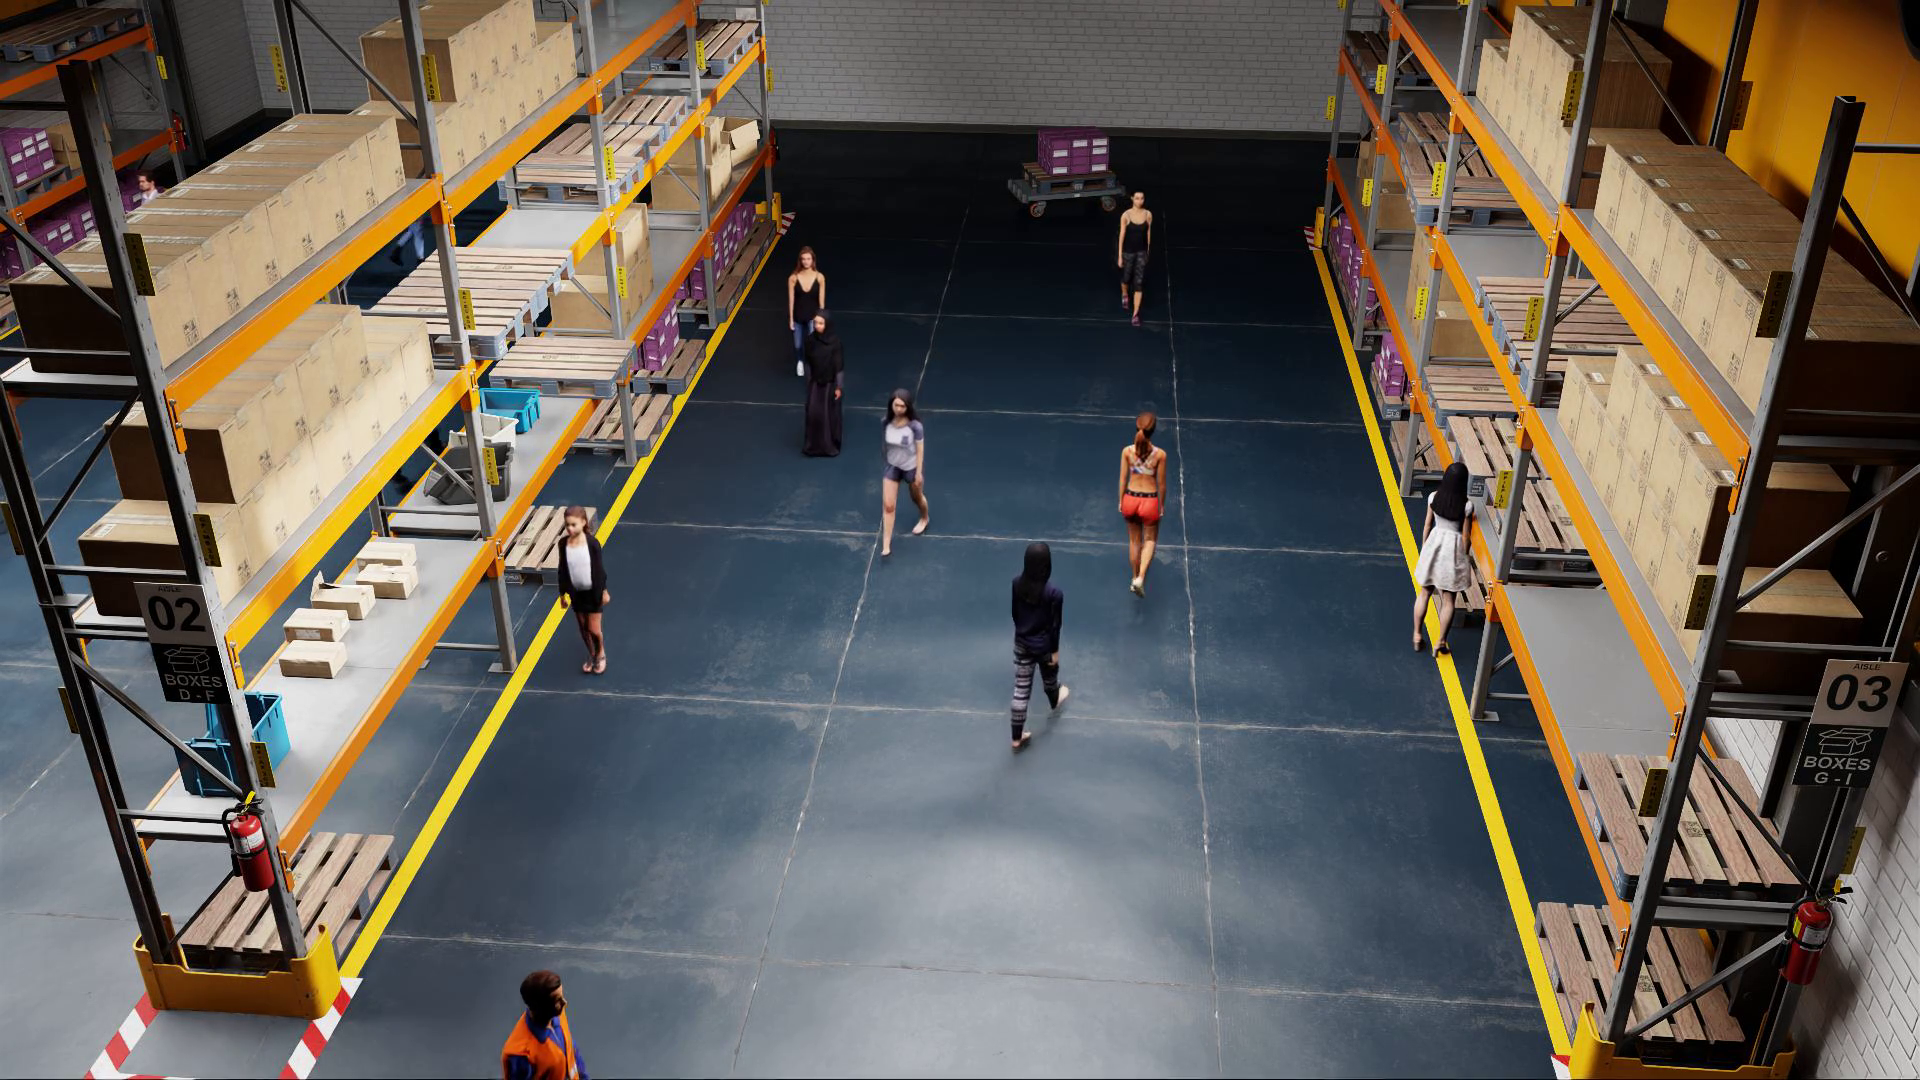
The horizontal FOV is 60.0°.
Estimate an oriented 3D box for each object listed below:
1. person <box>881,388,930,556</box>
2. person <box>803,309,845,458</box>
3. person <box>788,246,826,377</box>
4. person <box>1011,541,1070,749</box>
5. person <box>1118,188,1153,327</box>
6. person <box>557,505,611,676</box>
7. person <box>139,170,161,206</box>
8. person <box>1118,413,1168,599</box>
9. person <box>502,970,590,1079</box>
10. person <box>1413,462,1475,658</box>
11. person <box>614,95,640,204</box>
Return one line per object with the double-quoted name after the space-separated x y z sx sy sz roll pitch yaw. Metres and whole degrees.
-0.495 -0.714 15.805 0.828 1.660 1.196 13 31 22 "person"
-1.393 -1.695 17.655 0.677 1.609 0.703 8 30 14 "person"
-1.788 -2.579 19.194 0.726 1.688 1.128 -2 29 -4 "person"
0.546 0.840 12.931 0.932 1.684 1.177 15 32 26 "person"
2.192 -3.638 21.136 0.716 1.687 1.165 -2 29 -4 "person"
-3.116 0.379 13.921 0.544 1.544 0.576 3 29 5 "person"
-10.220 -3.852 21.355 0.767 1.853 0.764 18 34 30 "person"
1.609 -0.264 14.860 0.651 1.775 0.902 6 29 12 "person"
-2.275 3.006 8.801 0.766 1.835 0.639 5 29 9 "person"
4.099 0.161 14.087 0.778 1.769 0.805 20 34 31 "person"
-4.982 -5.734 24.808 0.642 1.851 0.567 2 29 4 "person"
